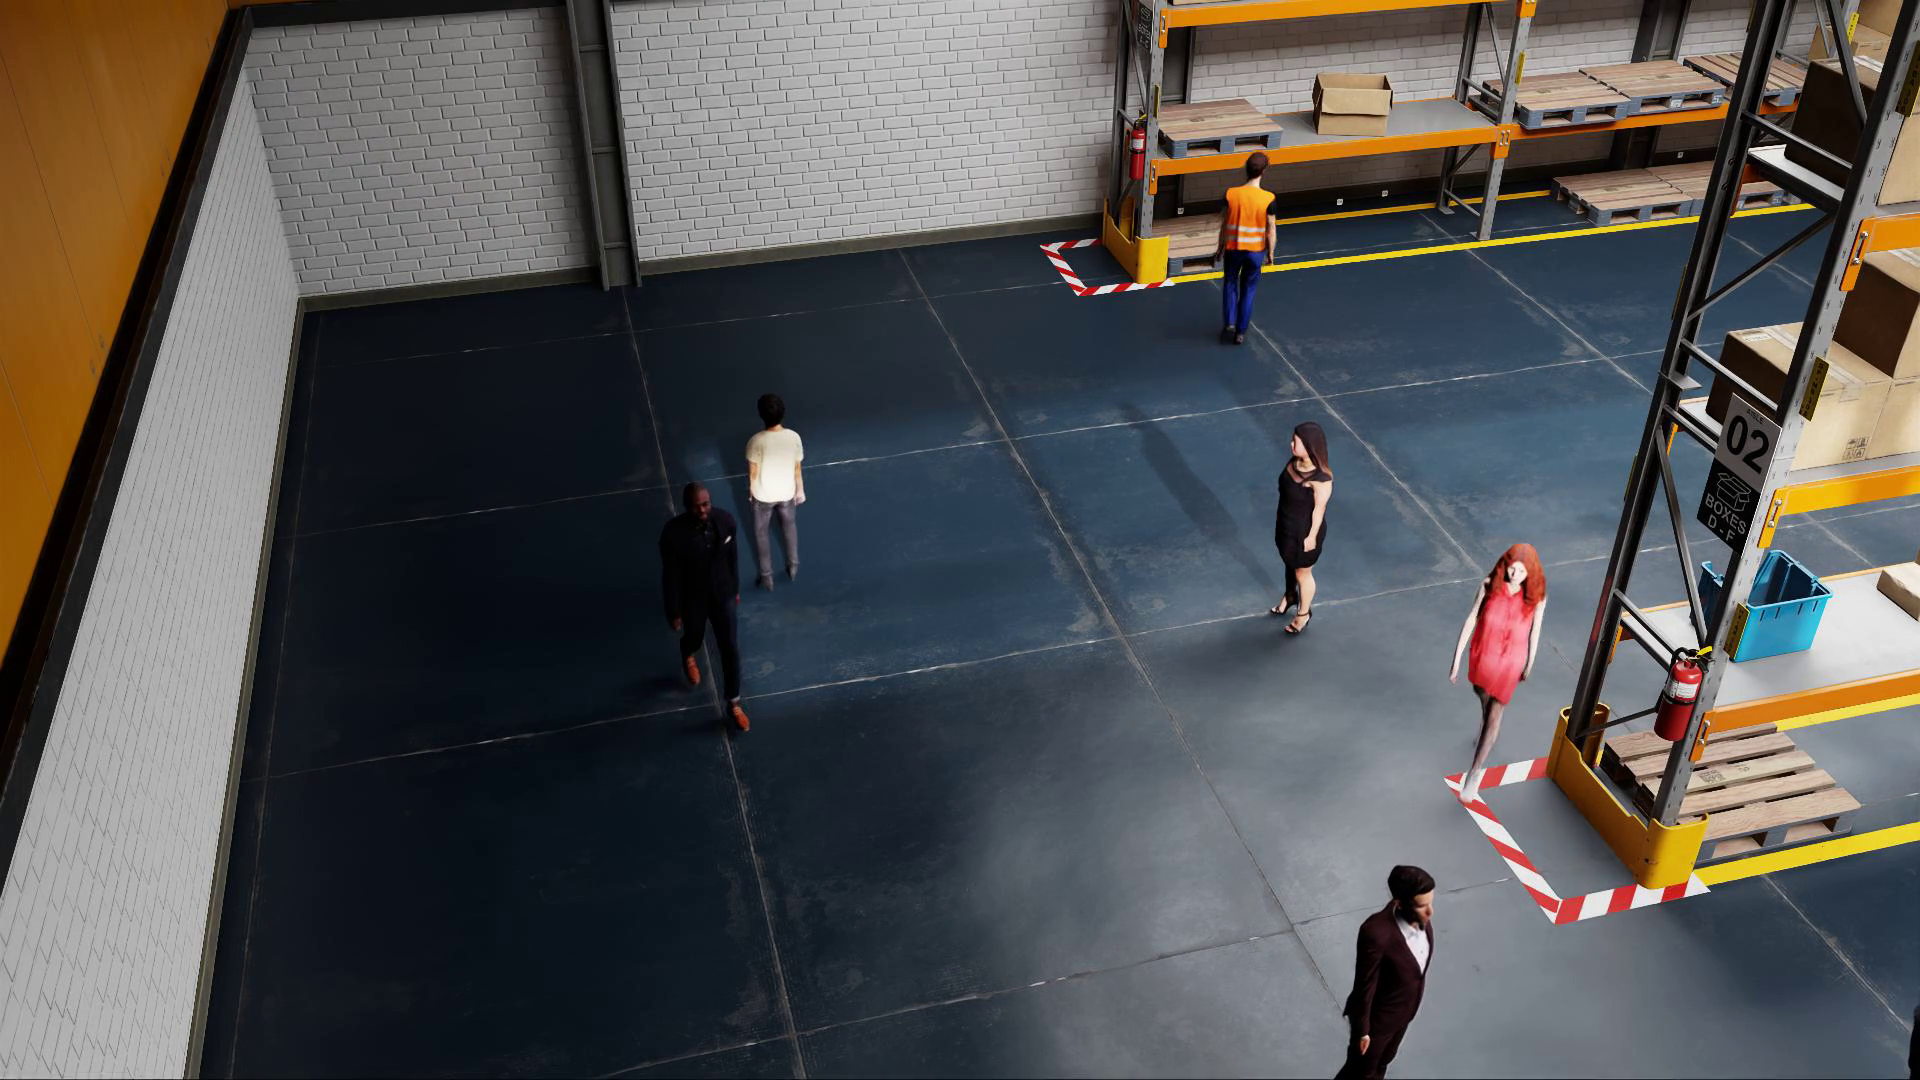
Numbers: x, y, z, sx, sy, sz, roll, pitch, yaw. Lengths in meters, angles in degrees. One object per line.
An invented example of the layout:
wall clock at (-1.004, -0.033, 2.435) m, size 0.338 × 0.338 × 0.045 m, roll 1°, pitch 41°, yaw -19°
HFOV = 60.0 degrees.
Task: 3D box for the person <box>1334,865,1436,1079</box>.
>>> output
person at (2.089, 2.296, 8.225) m, size 0.837 × 1.865 × 0.723 m, roll 29°, pitch 43°, yaw 36°

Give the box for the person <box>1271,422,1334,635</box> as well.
person at (2.459, -0.091, 11.950) m, size 0.612 × 1.717 × 0.662 m, roll -6°, pitch 34°, yaw -9°

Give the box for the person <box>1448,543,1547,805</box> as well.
person at (3.447, 0.737, 10.643) m, size 1.148 × 1.785 × 1.202 m, roll 17°, pitch 37°, yaw 24°

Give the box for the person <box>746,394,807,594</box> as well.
person at (-1.383, -0.346, 12.458) m, size 0.573 × 1.580 × 0.728 m, roll -15°, pitch 36°, yaw -21°

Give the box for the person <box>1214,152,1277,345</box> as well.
person at (2.685, -2.713, 15.752) m, size 0.809 × 1.876 × 0.908 m, roll 9°, pitch 35°, yaw 13°

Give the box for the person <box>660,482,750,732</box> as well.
person at (-1.743, 0.364, 11.204) m, size 1.166 × 1.785 × 0.950 m, roll -15°, pitch 36°, yaw -21°
